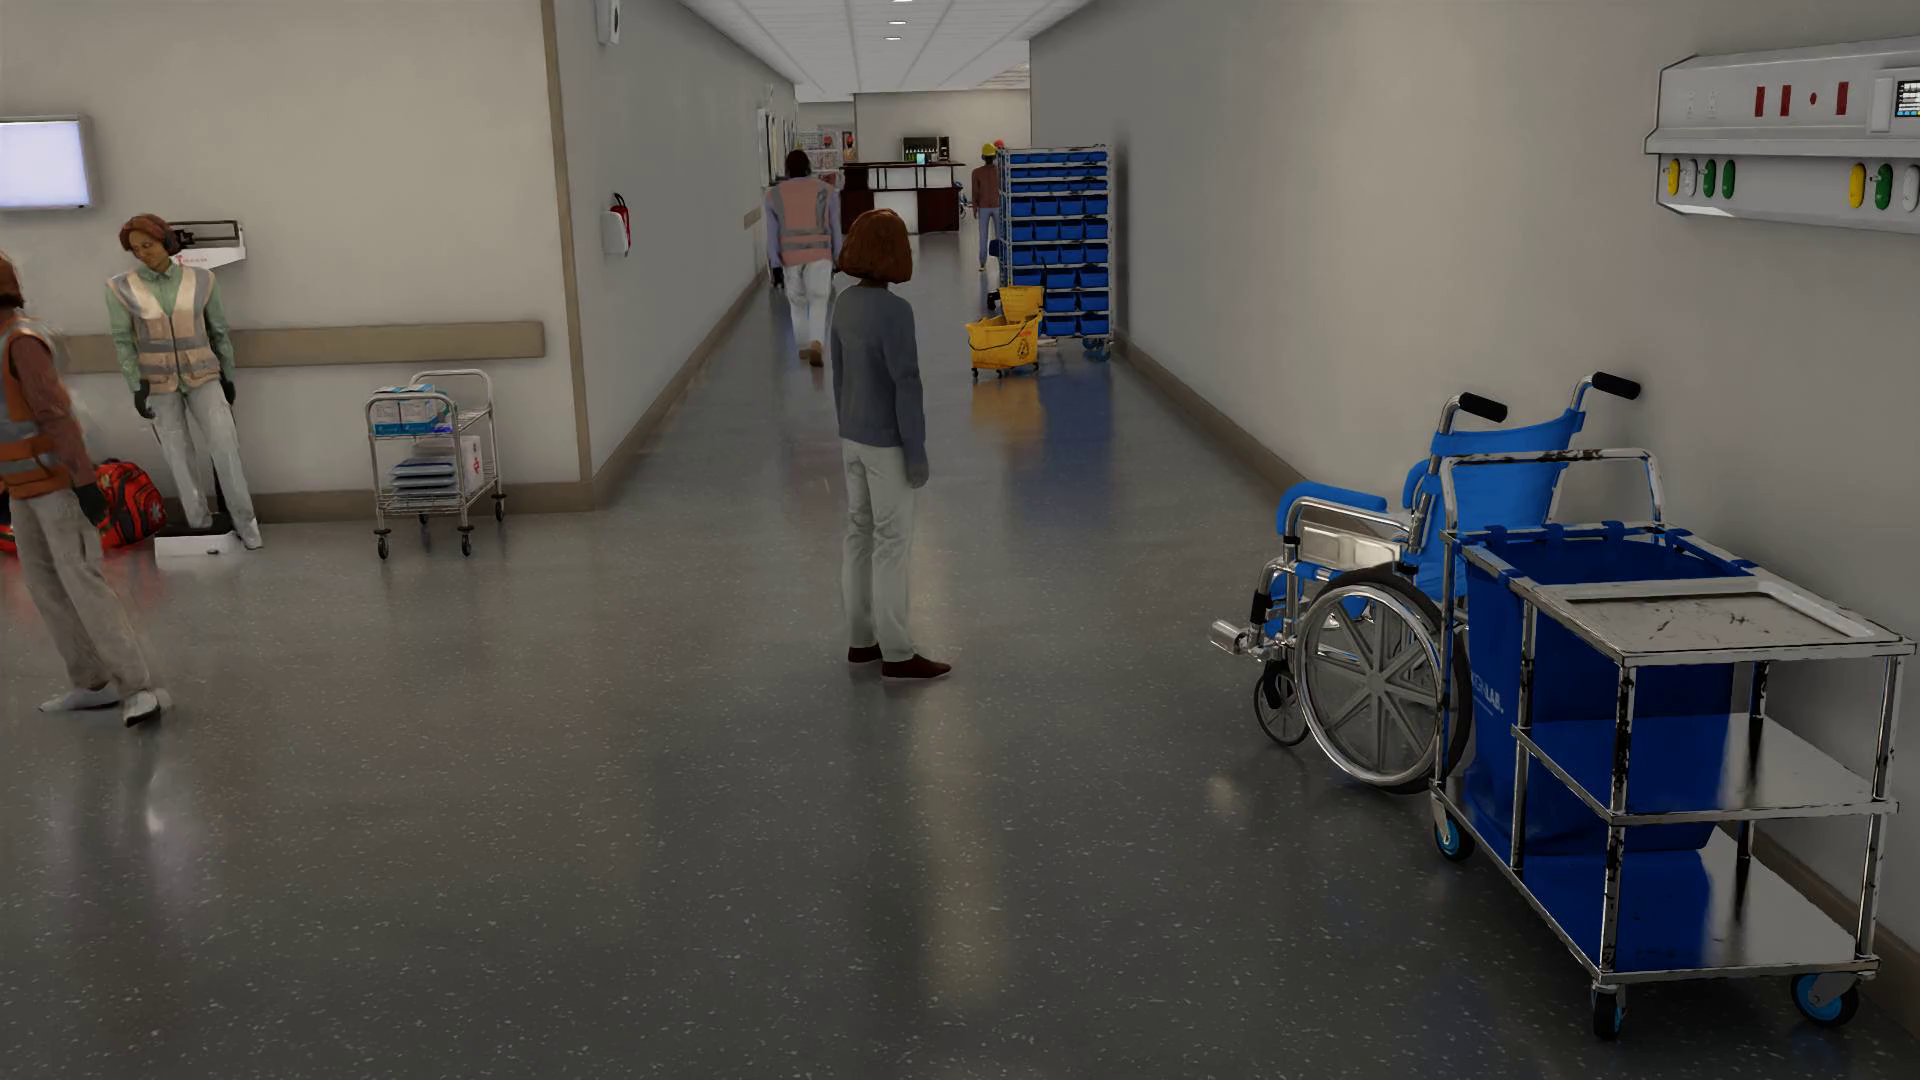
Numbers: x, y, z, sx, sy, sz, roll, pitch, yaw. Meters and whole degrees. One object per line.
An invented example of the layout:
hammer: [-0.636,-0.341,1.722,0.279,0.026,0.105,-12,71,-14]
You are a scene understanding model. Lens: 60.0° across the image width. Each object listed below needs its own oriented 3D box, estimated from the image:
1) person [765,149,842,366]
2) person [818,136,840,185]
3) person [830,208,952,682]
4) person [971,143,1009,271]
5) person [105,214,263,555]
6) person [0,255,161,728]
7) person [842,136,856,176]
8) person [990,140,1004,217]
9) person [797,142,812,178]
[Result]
person: [-1.311,-2.378,14.021,0.617,1.810,0.947,-1,14,1]
person: [-3.567,-10.043,45.433,0.629,1.974,0.769,1,14,9]
person: [-0.268,-0.325,5.801,0.286,1.634,0.500,-9,16,-29]
person: [0.423,-4.616,23.103,0.518,1.756,0.351,-1,14,1]
person: [-3.644,-0.705,7.783,0.517,1.615,0.484,-9,15,-27]
person: [-3.013,-0.165,5.514,0.642,1.609,0.398,11,18,41]
person: [-3.331,-11.239,50.386,0.571,1.938,0.373,5,15,25]
person: [0.888,-8.351,38.417,0.360,1.742,0.566,11,19,42]
person: [-3.631,-8.102,37.775,0.598,1.825,0.411,-12,17,-37]
